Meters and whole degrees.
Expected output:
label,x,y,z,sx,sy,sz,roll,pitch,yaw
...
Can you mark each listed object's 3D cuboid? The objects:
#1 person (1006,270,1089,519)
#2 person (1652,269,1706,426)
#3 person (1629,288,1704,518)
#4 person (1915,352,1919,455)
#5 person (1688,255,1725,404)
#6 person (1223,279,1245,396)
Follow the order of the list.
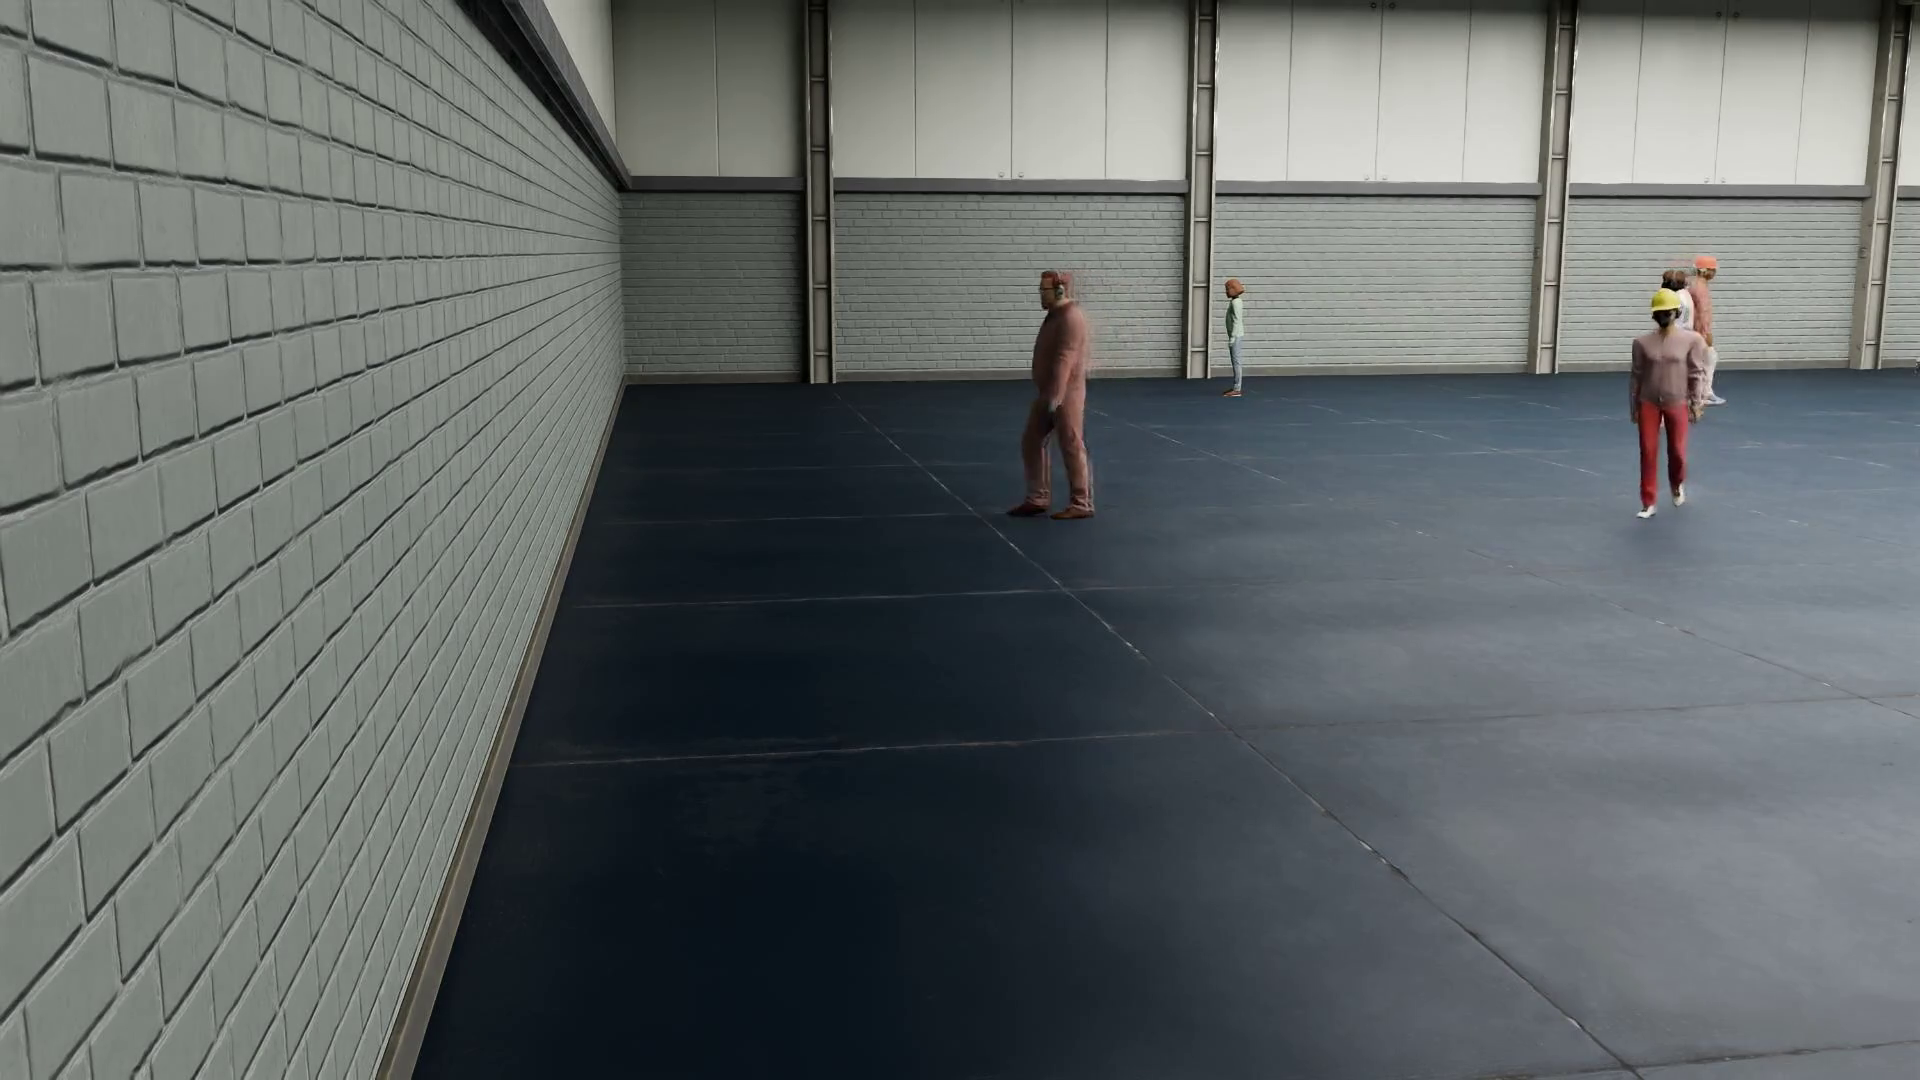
label,x,y,z,sx,sy,sz,roll,pitch,yaw
person,0.654,-1.071,12.489,0.740,1.880,0.647,-3,10,-17
person,8.270,-2.214,19.204,0.579,1.828,0.641,6,12,32
person,5.372,-1.041,12.674,0.533,1.747,0.478,6,12,32
person,9.663,-1.761,16.331,0.440,1.926,0.644,1,10,4
person,9.743,-2.719,21.688,0.777,1.964,0.639,4,11,24
person,3.838,-2.833,23.321,0.279,1.633,0.498,2,10,12
